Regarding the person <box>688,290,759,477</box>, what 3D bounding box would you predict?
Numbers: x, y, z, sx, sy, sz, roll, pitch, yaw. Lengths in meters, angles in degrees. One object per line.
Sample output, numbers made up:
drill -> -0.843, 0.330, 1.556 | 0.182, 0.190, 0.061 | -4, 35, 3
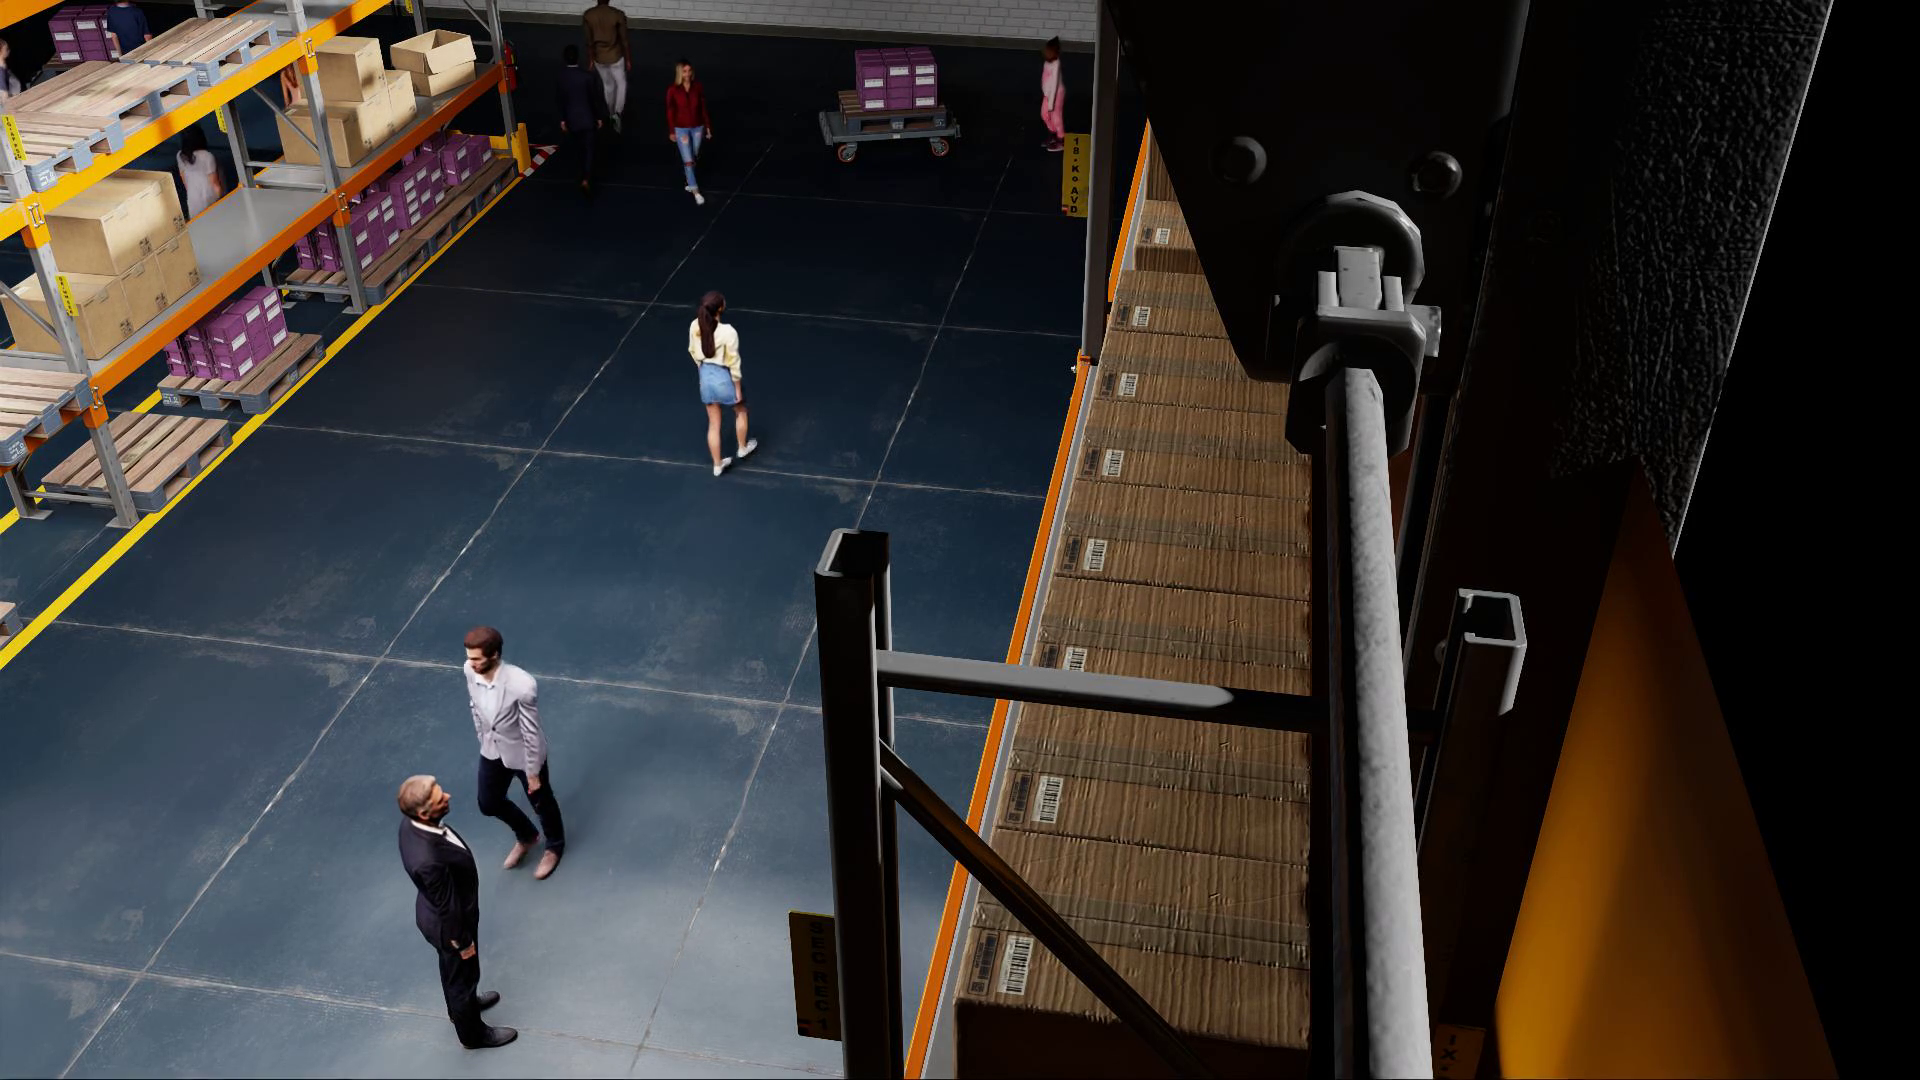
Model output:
person -> -2.032, -1.259, 13.742 | 0.747, 1.615, 0.860 | 12, 35, 17

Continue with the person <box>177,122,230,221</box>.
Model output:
person -> -7.789, -3.482, 17.115 | 0.669, 1.585, 0.998 | 8, 34, 12

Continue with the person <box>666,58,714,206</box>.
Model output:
person -> -3.107, -4.667, 18.879 | 0.962, 1.605, 1.032 | -21, 39, -28

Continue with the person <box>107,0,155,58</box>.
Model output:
person -> -10.150, -5.952, 20.572 | 0.690, 1.870, 0.583 | 1, 34, 1

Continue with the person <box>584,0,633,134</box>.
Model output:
person -> -4.346, -5.909, 20.565 | 0.787, 1.807, 0.947 | 1, 34, 2

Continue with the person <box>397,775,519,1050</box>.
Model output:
person -> -2.696, 1.941, 8.746 | 0.832, 1.816, 0.743 | -16, 37, -23

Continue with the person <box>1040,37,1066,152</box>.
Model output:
person -> 1.168, -5.415, 20.165 | 0.743, 1.426, 0.665 | -4, 34, -6

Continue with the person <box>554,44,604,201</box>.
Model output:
person -> -4.312, -4.705, 18.848 | 0.829, 1.701, 1.146 | -2, 34, -3

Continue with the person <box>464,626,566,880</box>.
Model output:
person -> -2.586, 1.198, 9.850 | 0.731, 1.831, 0.657 | 9, 35, 13
